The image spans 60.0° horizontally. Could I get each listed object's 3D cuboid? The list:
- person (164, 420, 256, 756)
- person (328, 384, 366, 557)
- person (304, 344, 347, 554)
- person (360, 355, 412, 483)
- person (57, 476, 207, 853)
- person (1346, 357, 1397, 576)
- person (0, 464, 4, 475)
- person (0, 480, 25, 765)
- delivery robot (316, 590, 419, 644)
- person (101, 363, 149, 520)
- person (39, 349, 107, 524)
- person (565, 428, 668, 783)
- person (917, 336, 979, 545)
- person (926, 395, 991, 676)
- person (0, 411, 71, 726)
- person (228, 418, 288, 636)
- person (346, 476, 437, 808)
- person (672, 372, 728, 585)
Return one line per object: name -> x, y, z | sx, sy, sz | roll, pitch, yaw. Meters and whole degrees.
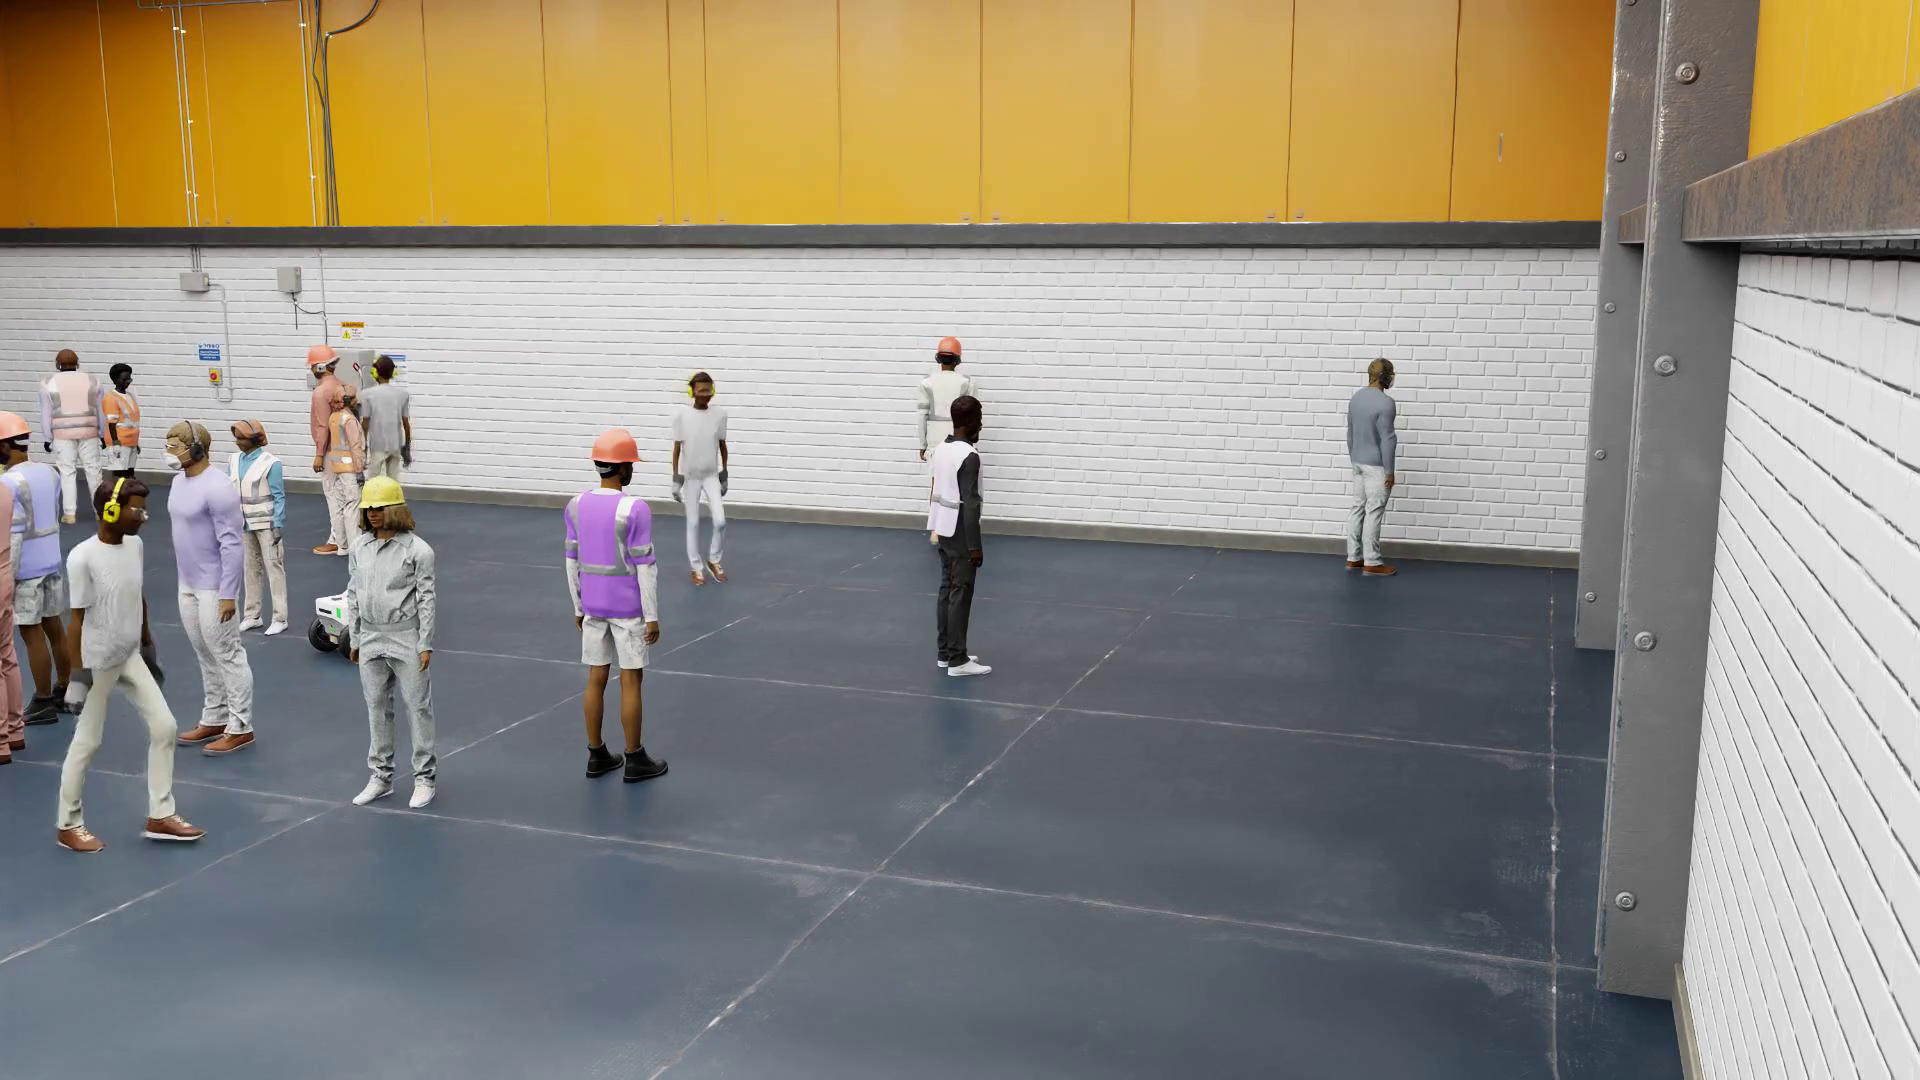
person -> -4.332, 0.270, 9.582 | 0.632, 1.938, 0.359 | 9, 13, 41
person -> -5.700, -0.633, 15.509 | 0.309, 1.641, 0.514 | -9, 13, -41
person -> -5.977, -0.862, 15.808 | 0.379, 1.994, 0.611 | 0, 10, 1
person -> -5.635, -0.882, 16.330 | 0.546, 1.848, 0.493 | -9, 14, -43
person -> -4.045, 0.602, 8.032 | 0.793, 1.822, 0.606 | 2, 10, 10
person -> 3.667, -0.652, 14.784 | 0.355, 1.936, 0.635 | -3, 11, -18
person -> -7.987, -0.312, 13.248 | 0.581, 1.801, 0.922 | 1, 10, 7
person -> -5.554, 0.325, 9.370 | 0.408, 1.908, 0.645 | -2, 10, -12
delivery robot -> -4.251, 0.486, 12.001 | 0.477, 0.478, 0.707 | 8, 13, 40
person -> -8.780, -1.009, 17.465 | 0.322, 1.698, 0.533 | 0, 10, -1
person -> -9.344, -1.096, 17.560 | 0.633, 1.839, 0.429 | -8, 13, -36
person -> -1.871, 0.356, 9.104 | 0.551, 1.935, 0.375 | 5, 11, 25
person -> -0.110, -0.964, 16.244 | 0.609, 2.043, 0.376 | 1, 10, 6
person -> -0.012, -0.030, 11.365 | 0.398, 1.911, 0.587 | -4, 11, -20
person -> -5.707, 0.174, 10.159 | 0.376, 1.928, 0.542 | 0, 10, 1
person -> -5.289, -0.100, 12.515 | 0.514, 1.639, 0.311 | 4, 11, 21
person -> -2.964, 0.531, 8.666 | 0.486, 1.744, 0.294 | 2, 10, 10
person -> -2.238, -0.521, 14.300 | 0.535, 1.853, 0.462 | -4, 11, -20
